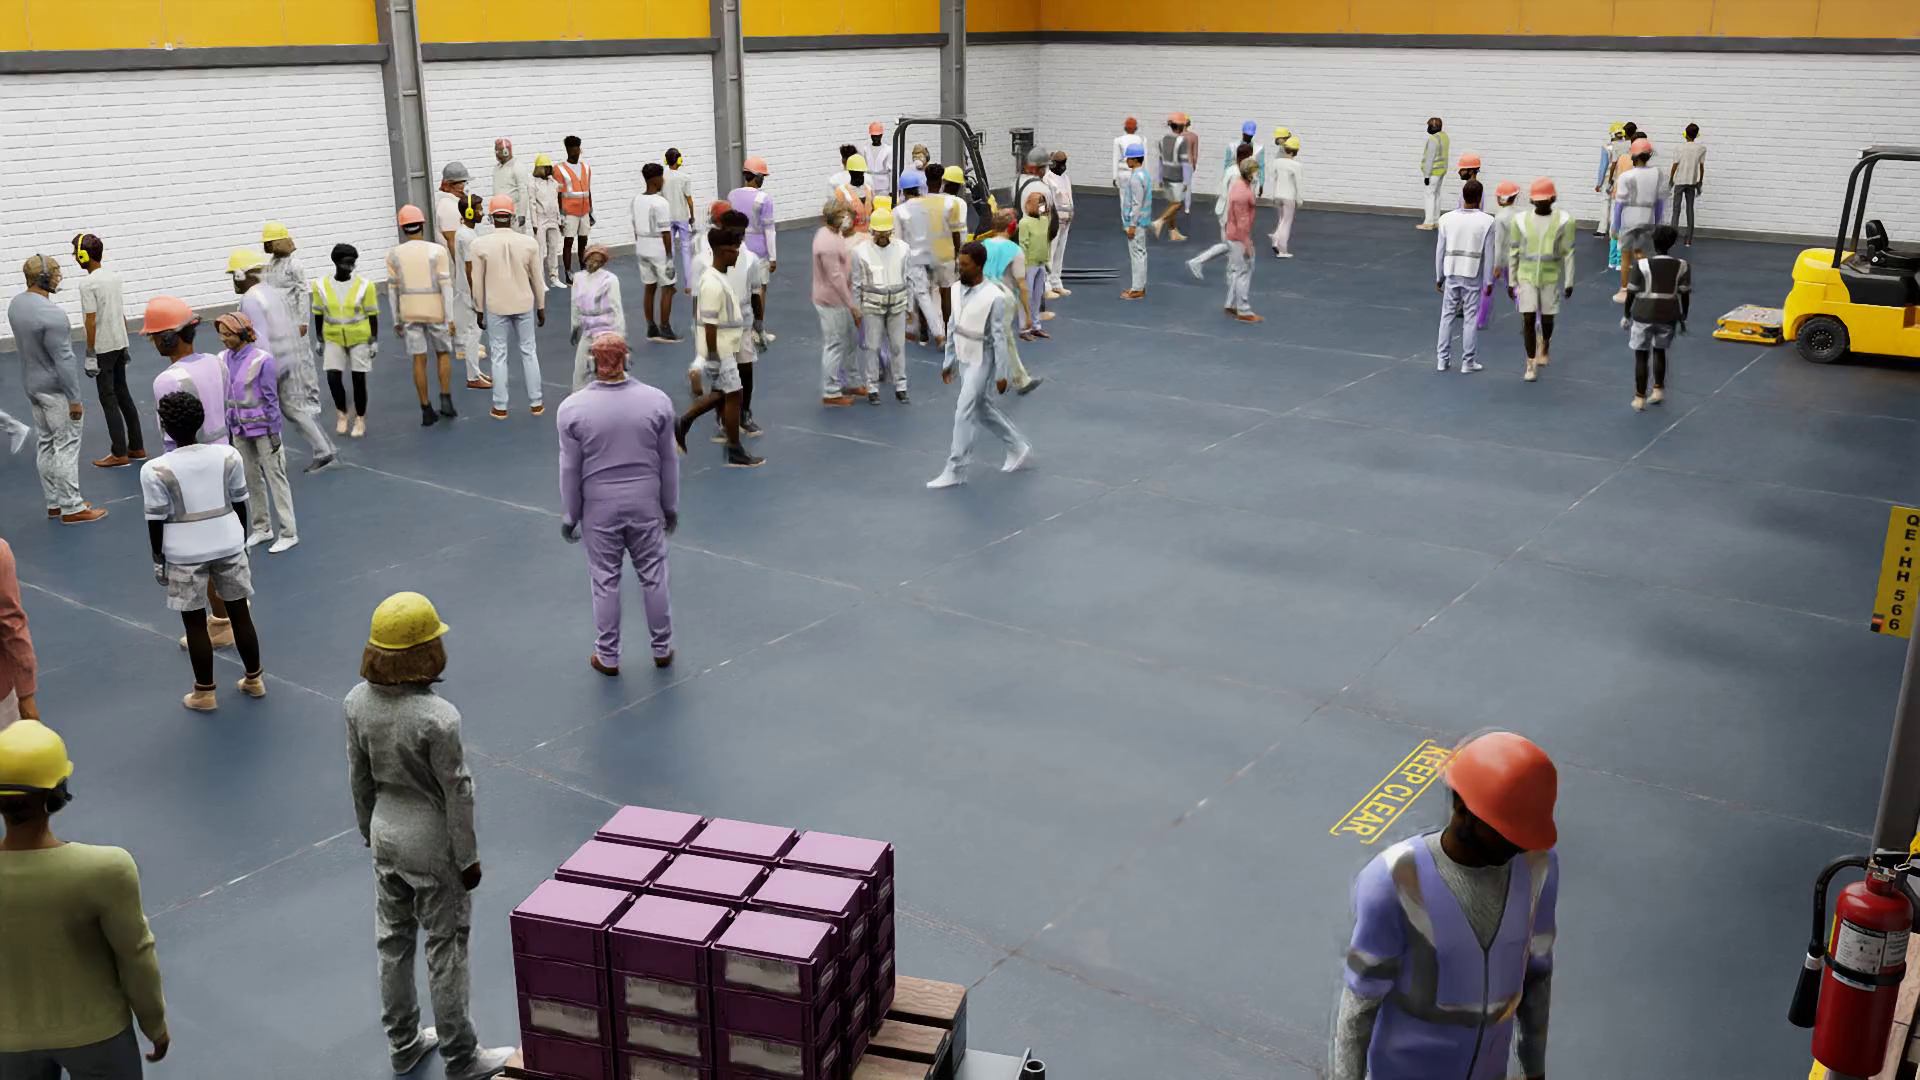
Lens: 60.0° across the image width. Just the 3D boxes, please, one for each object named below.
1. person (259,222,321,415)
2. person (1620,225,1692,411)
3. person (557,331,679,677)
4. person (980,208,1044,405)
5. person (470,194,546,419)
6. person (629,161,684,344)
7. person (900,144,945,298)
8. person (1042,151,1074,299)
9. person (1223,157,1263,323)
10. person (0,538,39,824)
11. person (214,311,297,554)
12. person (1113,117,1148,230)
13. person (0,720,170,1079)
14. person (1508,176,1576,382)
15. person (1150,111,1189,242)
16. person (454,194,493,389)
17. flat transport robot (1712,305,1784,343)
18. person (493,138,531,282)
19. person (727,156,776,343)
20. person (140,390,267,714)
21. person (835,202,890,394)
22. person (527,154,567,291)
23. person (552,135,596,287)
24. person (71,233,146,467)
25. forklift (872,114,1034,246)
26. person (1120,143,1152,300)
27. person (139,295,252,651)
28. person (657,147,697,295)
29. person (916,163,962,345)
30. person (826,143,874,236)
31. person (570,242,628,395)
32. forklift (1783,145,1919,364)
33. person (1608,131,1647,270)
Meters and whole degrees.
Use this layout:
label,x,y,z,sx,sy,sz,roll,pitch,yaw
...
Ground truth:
label,x,y,z,sx,sy,sz,roll,pitch,yaw
person,-6.034,-1.974,14.915,0.493,1.741,0.316,11,21,32
person,6.312,-2.013,15.123,0.557,1.674,0.389,1,18,3
person,-1.863,-0.192,9.091,0.679,1.902,0.402,-7,19,-22
person,0.430,-2.161,15.403,0.987,1.791,0.590,-13,22,-35
person,-4.030,-2.089,14.901,0.635,1.981,0.423,-8,20,-24
person,-3.348,-3.144,18.213,0.648,1.962,0.366,15,23,39
person,-0.465,-4.036,21.075,0.635,1.928,0.391,5,18,16
person,1.220,-3.995,21.077,0.429,1.840,0.637,11,21,31
person,3.320,-3.481,19.332,0.480,1.923,0.655,4,18,11
person,-3.920,0.609,6.457,0.625,1.981,0.412,-4,18,-12
person,-4.761,-0.729,11.203,0.524,1.631,0.319,7,19,22
person,2.793,-5.997,27.312,0.586,1.861,0.805,1,18,4
person,-2.450,1.327,4.563,0.530,1.760,0.335,-2,18,-8
person,5.732,-2.596,16.438,0.638,2.007,0.714,8,19,23
person,3.280,-5.651,25.957,0.731,2.027,0.624,-12,21,-33
person,-4.682,-2.388,16.025,0.321,1.861,0.516,-5,18,-15
flat transport robot,9.019,-2.445,18.766,0.652,0.197,1.431,13,22,35
person,-6.004,-4.378,22.172,0.642,1.905,0.399,16,24,41
person,-2.234,-3.149,18.137,0.612,2.029,0.409,11,21,31
person,-3.933,0.061,8.643,0.320,1.693,0.539,16,24,41
person,-1.004,-2.305,15.824,0.576,1.823,0.747,11,21,32
person,-5.381,-4.132,21.660,0.288,1.746,0.485,13,22,34
person,-5.082,-4.353,21.990,0.367,1.967,0.606,13,22,36
person,-6.828,-1.509,13.285,0.344,1.857,0.525,1,18,3
forklift,-0.171,-4.594,22.377,2.313,2.155,1.214,1,18,3
person,2.207,-4.002,20.929,0.405,1.943,0.615,5,18,14
person,-4.330,-0.371,9.419,0.377,2.041,0.607,1,18,3
person,-3.615,-4.065,21.259,0.508,1.865,0.329,3,18,9
person,-0.276,-3.084,18.022,0.603,1.966,0.372,3,18,11
person,-1.378,-4.020,21.001,0.616,1.939,0.889,0,18,-1
person,-3.185,-1.817,14.644,0.581,1.609,0.581,12,21,33
forklift,9.803,-2.879,17.013,2.313,2.155,1.214,12,21,33
person,9.379,-4.758,23.354,0.397,1.911,0.587,-2,18,-7
